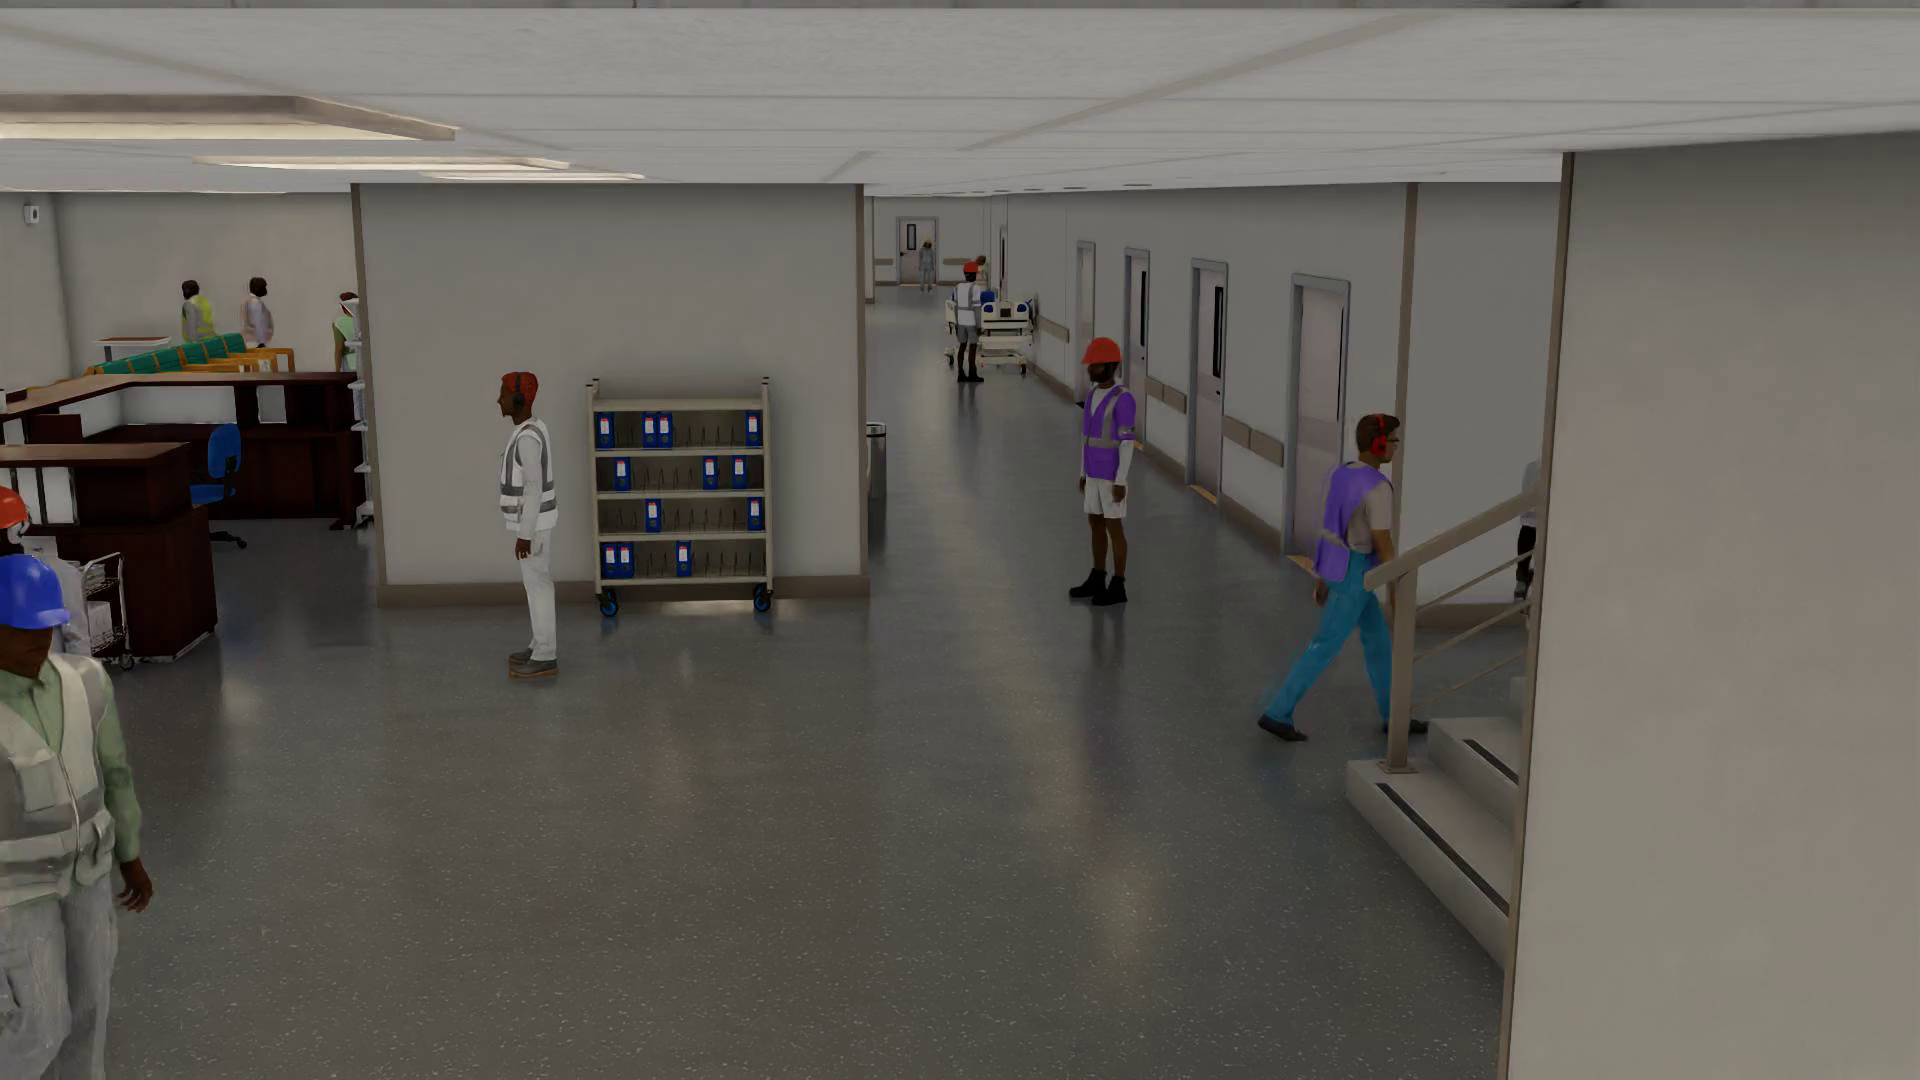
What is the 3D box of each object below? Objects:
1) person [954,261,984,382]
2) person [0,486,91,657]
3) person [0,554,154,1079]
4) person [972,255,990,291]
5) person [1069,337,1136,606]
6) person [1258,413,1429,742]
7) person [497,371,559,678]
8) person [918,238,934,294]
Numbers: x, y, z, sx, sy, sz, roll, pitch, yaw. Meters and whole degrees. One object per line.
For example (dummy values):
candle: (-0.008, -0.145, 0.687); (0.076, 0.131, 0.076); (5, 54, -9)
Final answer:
person: (0.158, -3.501, 26.728); (0.552, 1.933, 0.374); (11, 16, 43)
person: (-3.965, 0.627, 7.007); (0.568, 1.748, 0.340); (-1, 12, -4)
person: (-2.653, 0.983, 4.831); (0.427, 1.935, 0.610); (4, 12, 20)
person: (0.478, -6.005, 39.788); (0.516, 1.599, 0.836); (11, 16, 42)
person: (1.022, -0.491, 12.035); (0.383, 1.933, 0.550); (-6, 13, -29)
person: (2.087, 0.211, 8.967); (1.002, 1.793, 0.574); (-1, 12, -3)
person: (-2.651, -0.095, 10.210); (0.354, 1.883, 0.573); (-2, 12, -12)
person: (-1.059, -8.541, 51.927); (0.535, 1.722, 0.363); (-3, 12, -12)
